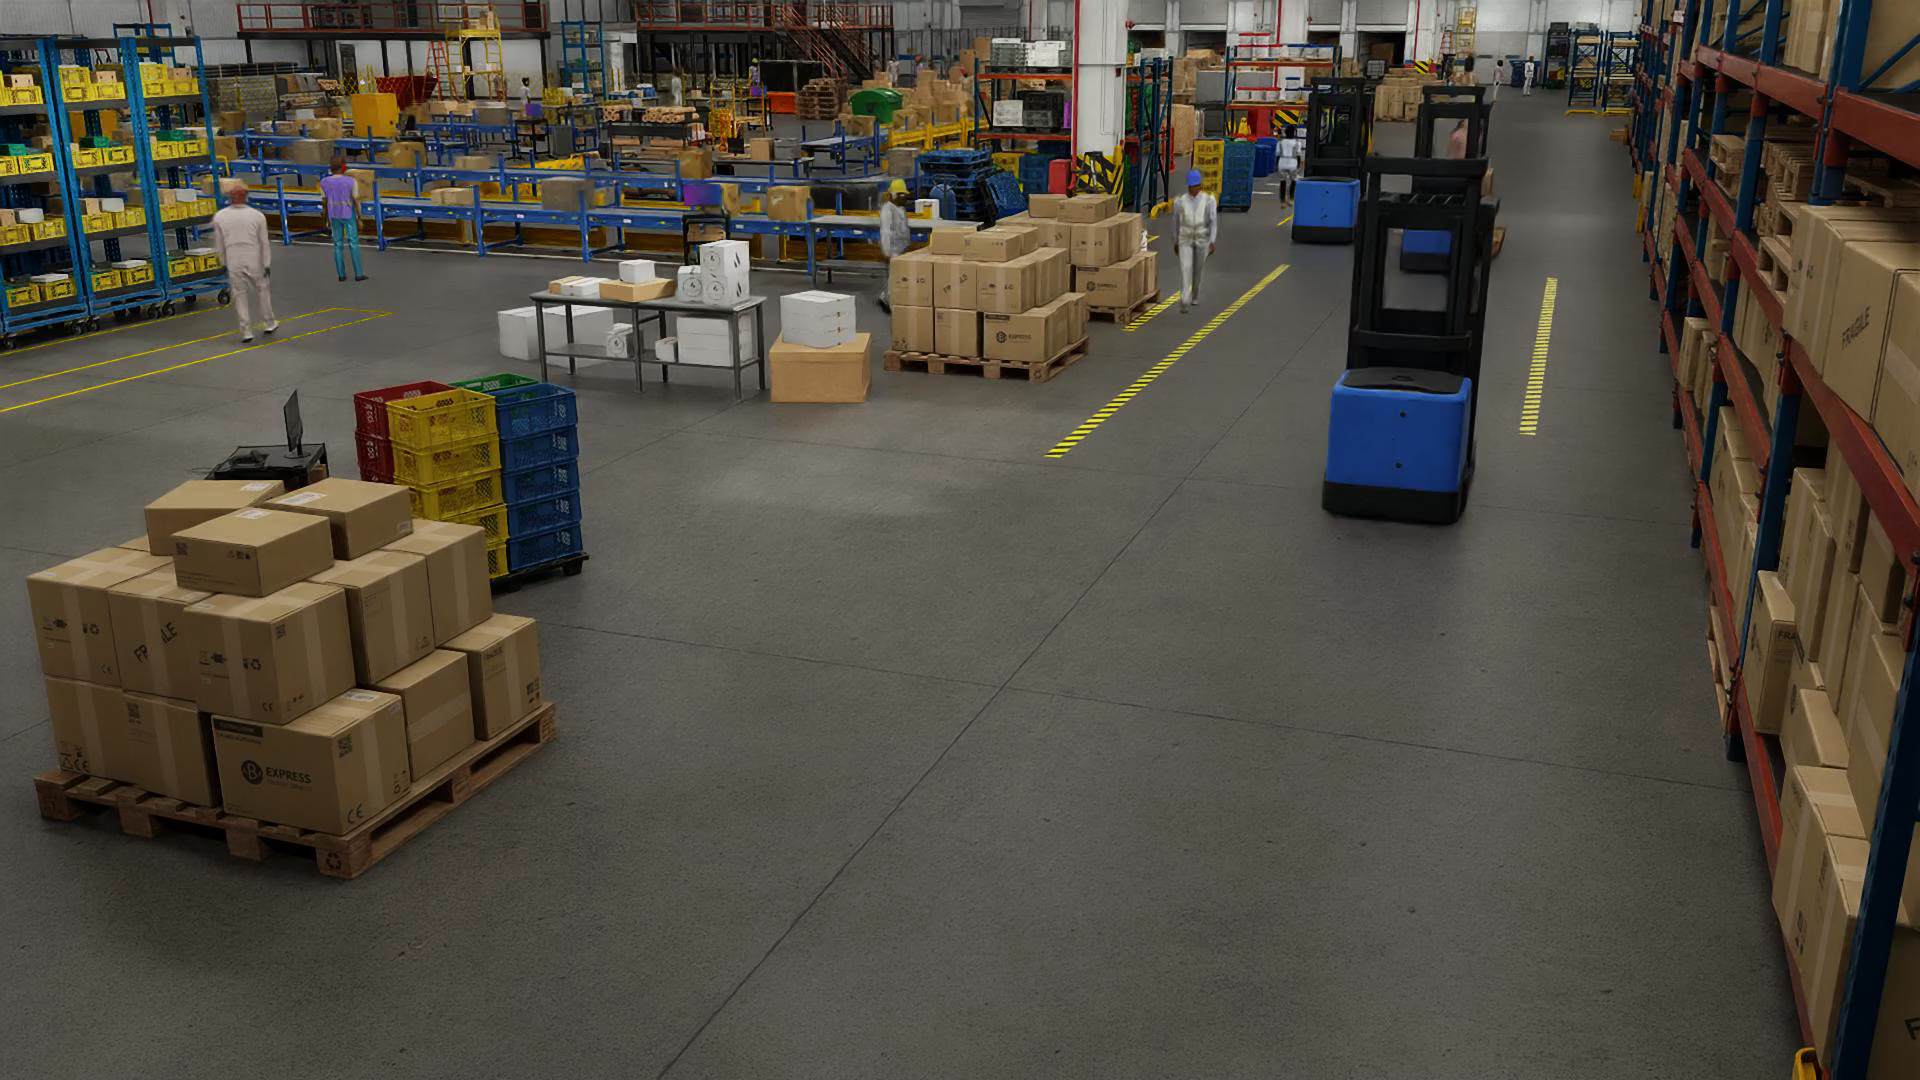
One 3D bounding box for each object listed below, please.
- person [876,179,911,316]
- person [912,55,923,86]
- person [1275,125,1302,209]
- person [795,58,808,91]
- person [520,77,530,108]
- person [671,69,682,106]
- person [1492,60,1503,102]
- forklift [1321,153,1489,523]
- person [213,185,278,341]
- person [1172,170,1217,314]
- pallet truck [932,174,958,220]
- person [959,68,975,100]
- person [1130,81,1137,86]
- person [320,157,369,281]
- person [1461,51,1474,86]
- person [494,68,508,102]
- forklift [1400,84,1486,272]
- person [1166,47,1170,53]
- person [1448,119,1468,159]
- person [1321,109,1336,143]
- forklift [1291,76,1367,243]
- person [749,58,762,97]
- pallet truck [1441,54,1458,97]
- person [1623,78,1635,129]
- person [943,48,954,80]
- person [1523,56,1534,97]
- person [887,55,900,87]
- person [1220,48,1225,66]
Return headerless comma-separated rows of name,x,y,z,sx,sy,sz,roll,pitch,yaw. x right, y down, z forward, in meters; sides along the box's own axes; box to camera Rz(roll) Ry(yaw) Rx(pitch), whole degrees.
person,-0.837,-3.833,21.919,0.420,1.816,0.611,7,19,20
person,-1.947,-20.800,74.956,1.034,1.991,0.634,-5,18,-16
person,6.773,-7.680,34.224,0.557,1.671,0.656,8,19,23
person,-6.647,-19.300,70.161,0.545,2.000,0.707,11,21,31
person,-14.150,-14.141,54.256,0.498,1.860,0.336,16,23,40
person,-10.541,-16.530,61.736,0.595,1.869,0.597,8,19,23
person,23.911,-20.396,73.954,0.431,1.835,0.623,6,19,18
forklift,3.694,-1.725,13.575,1.129,2.768,1.873,6,19,19
person,-8.835,-3.445,20.614,0.659,1.864,0.930,-4,18,-11
person,3.167,-4.059,22.533,0.596,1.894,1.035,2,18,7
pallet truck,-0.507,-5.292,27.348,0.653,1.274,1.630,6,19,19
person,0.259,-16.565,61.801,0.572,1.901,0.445,0,18,0
person,9.394,-25.409,89.800,0.525,1.769,0.308,-1,18,-2
person,-9.249,-4.797,24.921,0.565,1.837,0.401,0,18,0
person,26.344,-24.325,86.128,0.642,1.936,1.044,-7,19,-21
person,-18.107,-17.718,65.636,0.532,1.768,0.311,-4,18,-13
forklift,7.610,-5.687,26.023,1.129,2.768,1.873,6,19,19
person,11.886,-27.428,95.905,0.409,1.910,0.603,4,18,14
person,10.145,-7.594,33.629,0.657,1.884,0.526,-8,19,-22
person,10.432,-11.771,47.058,0.316,1.700,0.540,-13,22,-36
forklift,6.598,-6.755,29.381,1.129,2.768,1.873,6,19,19
person,-8.985,-20.192,73.146,0.594,1.925,0.369,-12,21,-33
pallet truck,22.765,-21.886,78.355,0.823,1.965,1.885,-4,18,-14
person,22.972,-14.894,56.576,0.563,1.894,0.988,-5,18,-14
person,-0.615,-26.153,91.850,0.605,1.944,0.402,3,18,9
person,26.944,-21.948,78.735,0.574,1.886,0.356,-12,21,-33
person,-3.206,-22.358,80.035,0.649,1.886,1.047,-1,18,-4
person,14.414,-26.126,91.779,0.550,1.933,0.375,-13,22,-35
